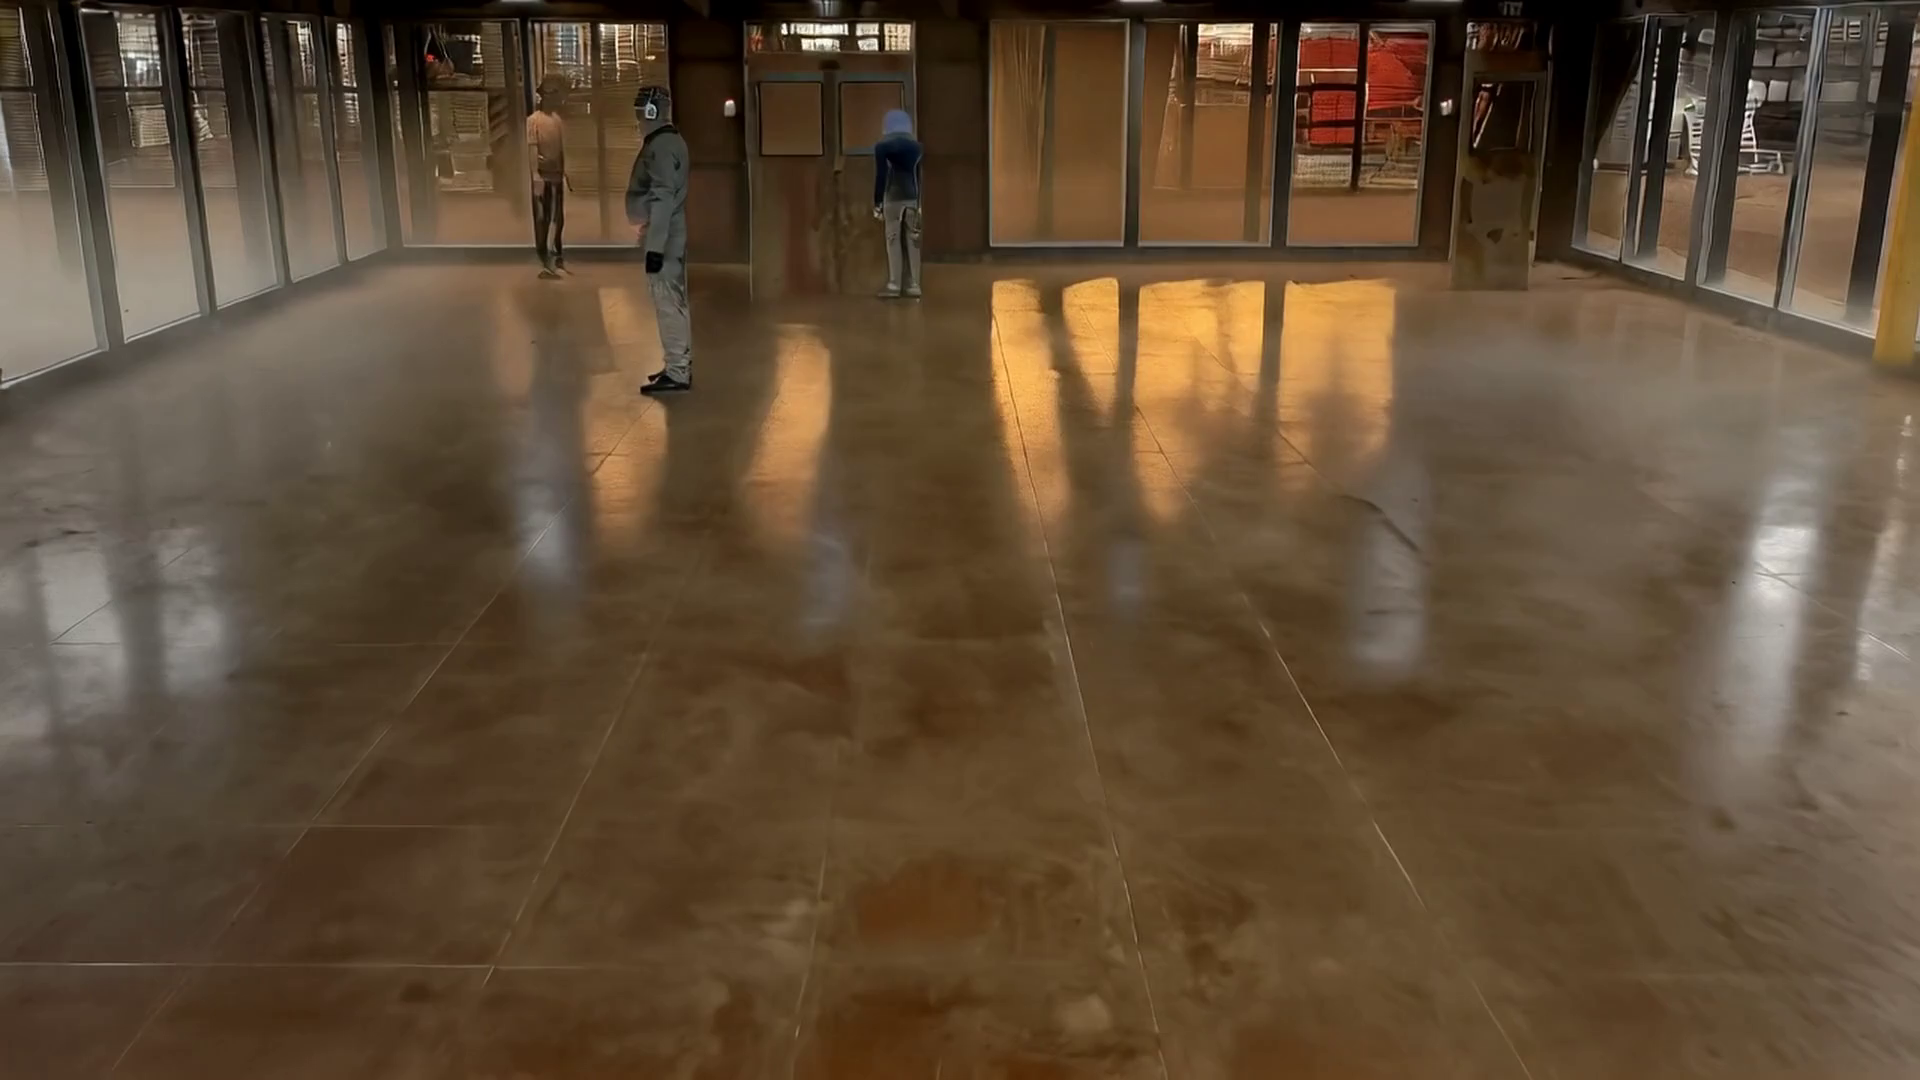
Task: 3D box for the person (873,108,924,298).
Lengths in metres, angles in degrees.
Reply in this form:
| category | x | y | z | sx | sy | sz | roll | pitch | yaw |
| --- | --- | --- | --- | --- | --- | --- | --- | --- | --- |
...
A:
| category | x | y | z | sx | sy | sz | roll | pitch | yaw |
| --- | --- | --- | --- | --- | --- | --- | --- | --- | --- |
| person | -0.536 | -2.950 | 14.612 | 0.500 | 1.636 | 0.280 | -11 | 20 | -34 |

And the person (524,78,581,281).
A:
| category | x | y | z | sx | sy | sz | roll | pitch | yaw |
| --- | --- | --- | --- | --- | --- | --- | --- | --- | --- |
| person | -3.864 | -3.397 | 15.732 | 0.328 | 1.872 | 0.514 | 7 | 18 | 22 |

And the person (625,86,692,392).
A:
| category | x | y | z | sx | sy | sz | roll | pitch | yaw |
| --- | --- | --- | --- | --- | --- | --- | --- | --- | --- |
| person | -1.910 | -1.898 | 10.563 | 0.407 | 1.906 | 0.655 | 0 | 16 | -1 |
